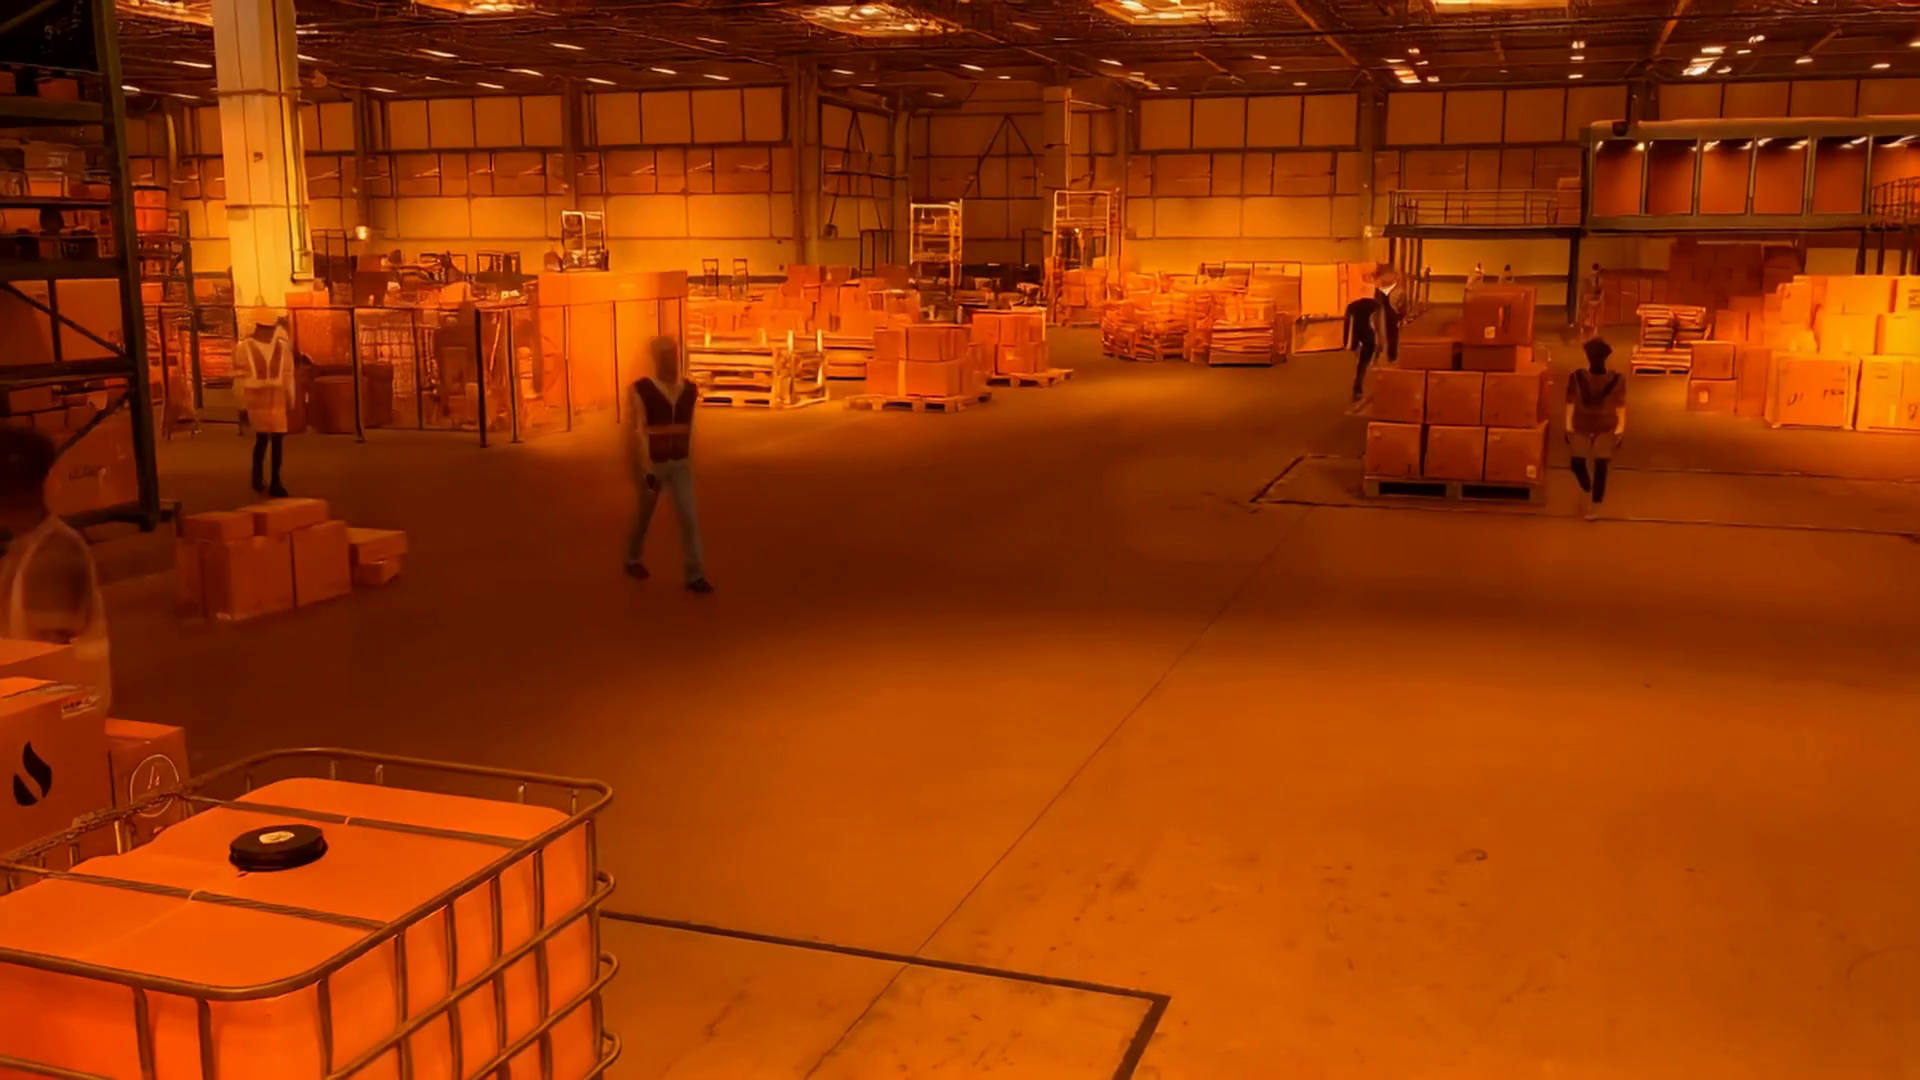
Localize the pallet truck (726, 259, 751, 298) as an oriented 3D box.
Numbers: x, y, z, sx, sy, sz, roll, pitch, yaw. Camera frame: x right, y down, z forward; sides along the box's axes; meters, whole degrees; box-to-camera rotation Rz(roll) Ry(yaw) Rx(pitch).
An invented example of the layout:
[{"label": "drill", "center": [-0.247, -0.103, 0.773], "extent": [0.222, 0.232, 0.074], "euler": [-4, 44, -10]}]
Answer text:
[{"label": "pallet truck", "center": [-7.986, -9.493, 62.019], "extent": [0.823, 1.965, 1.885], "euler": [3, 11, 17]}]

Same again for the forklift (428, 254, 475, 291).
[{"label": "forklift", "center": [-20.133, -10.254, 65.465], "extent": [1.157, 1.987, 2.680], "euler": [3, 11, 19]}]

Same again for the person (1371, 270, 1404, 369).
[{"label": "person", "center": [8.566, -4.447, 33.479], "extent": [0.680, 2.000, 0.903], "euler": [6, 12, 31]}]

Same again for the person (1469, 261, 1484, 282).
[{"label": "person", "center": [18.922, -9.278, 61.062], "extent": [0.609, 1.905, 0.577], "euler": [-1, 10, -8]}]

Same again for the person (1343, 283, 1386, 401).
[{"label": "person", "center": [6.572, -3.199, 26.876], "extent": [0.653, 1.883, 1.037], "euler": [8, 13, 38]}]

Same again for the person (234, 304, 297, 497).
[{"label": "person", "center": [-6.858, -1.367, 16.474], "extent": [0.569, 1.917, 0.414], "euler": [-9, 14, -43]}]

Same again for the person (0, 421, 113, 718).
[{"label": "person", "center": [-3.003, 0.549, 5.668], "extent": [0.896, 1.940, 0.623], "euler": [-9, 14, -42]}]

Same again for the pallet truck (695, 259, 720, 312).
[{"label": "pallet truck", "center": [-9.165, -9.627, 62.776], "extent": [0.823, 1.965, 1.885], "euler": [4, 11, 23]}]

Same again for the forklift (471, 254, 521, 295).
[{"label": "forklift", "center": [-17.990, -10.121, 64.684], "extent": [1.157, 1.987, 2.680], "euler": [3, 11, 17]}]

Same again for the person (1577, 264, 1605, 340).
[{"label": "person", "center": [16.587, -6.213, 43.573], "extent": [0.717, 1.986, 0.936], "euler": [0, 10, -3]}]

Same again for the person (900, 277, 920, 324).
[{"label": "person", "center": [-1.166, -5.325, 39.201], "extent": [0.539, 1.750, 0.424], "euler": [-4, 11, -22]}]

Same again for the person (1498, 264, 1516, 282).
[{"label": "person", "center": [17.255, -7.774, 52.577], "extent": [0.555, 1.916, 0.777], "euler": [1, 10, 4]}]

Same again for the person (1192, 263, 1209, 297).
[{"label": "person", "center": [8.233, -8.546, 57.013], "extent": [0.574, 1.883, 0.355], "euler": [3, 11, 19]}]

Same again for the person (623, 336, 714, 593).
[{"label": "person", "center": [-2.193, -0.572, 12.204], "extent": [0.579, 1.863, 1.055], "euler": [-8, 13, -39]}]

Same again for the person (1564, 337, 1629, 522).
[{"label": "person", "center": [5.765, -1.005, 15.087], "extent": [0.549, 1.677, 0.409], "euler": [7, 12, 33]}]
